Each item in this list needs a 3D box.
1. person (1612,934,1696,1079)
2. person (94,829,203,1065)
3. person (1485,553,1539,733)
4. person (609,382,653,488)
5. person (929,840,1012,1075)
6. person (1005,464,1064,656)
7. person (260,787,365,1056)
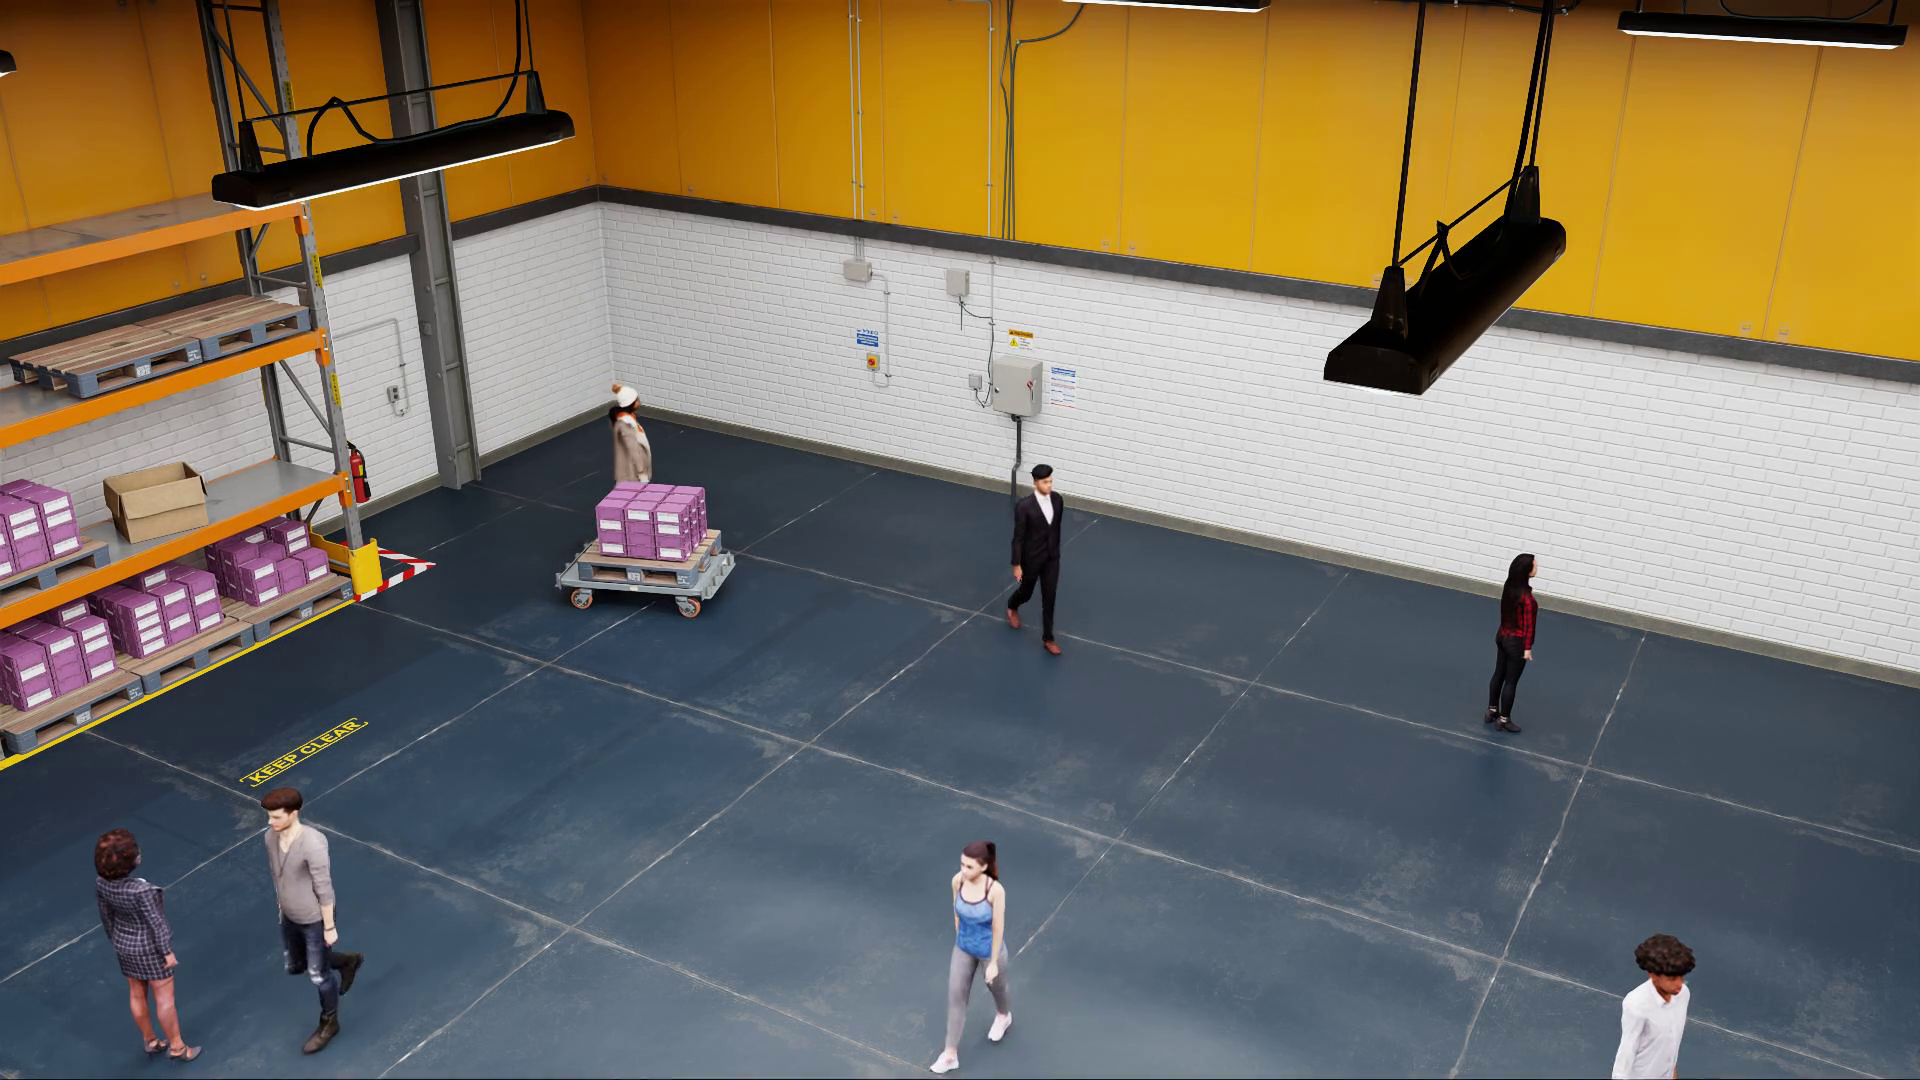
[{"bbox_3d":[3.867,3.006,9.404,0.681,1.810,0.787,-13,27,-27],"label":"person"},{"bbox_3d":[-5.164,2.591,10.493,0.641,1.698,0.585,9,25,19],"label":"person"},{"bbox_3d":[4.797,0.883,14.452,0.717,1.658,0.650,-5,24,-12],"label":"person"},{"bbox_3d":[-3.652,-0.801,18.024,1.024,1.883,0.955,-9,25,-19],"label":"person"},{"bbox_3d":[0.174,2.601,10.631,0.585,1.570,1.014,14,27,29],"label":"person"},{"bbox_3d":[0.703,0.125,15.938,1.237,1.855,1.178,-12,26,-25],"label":"person"},{"bbox_3d":[-4.134,2.378,10.747,0.696,1.885,0.905,12,26,25],"label":"person"}]
